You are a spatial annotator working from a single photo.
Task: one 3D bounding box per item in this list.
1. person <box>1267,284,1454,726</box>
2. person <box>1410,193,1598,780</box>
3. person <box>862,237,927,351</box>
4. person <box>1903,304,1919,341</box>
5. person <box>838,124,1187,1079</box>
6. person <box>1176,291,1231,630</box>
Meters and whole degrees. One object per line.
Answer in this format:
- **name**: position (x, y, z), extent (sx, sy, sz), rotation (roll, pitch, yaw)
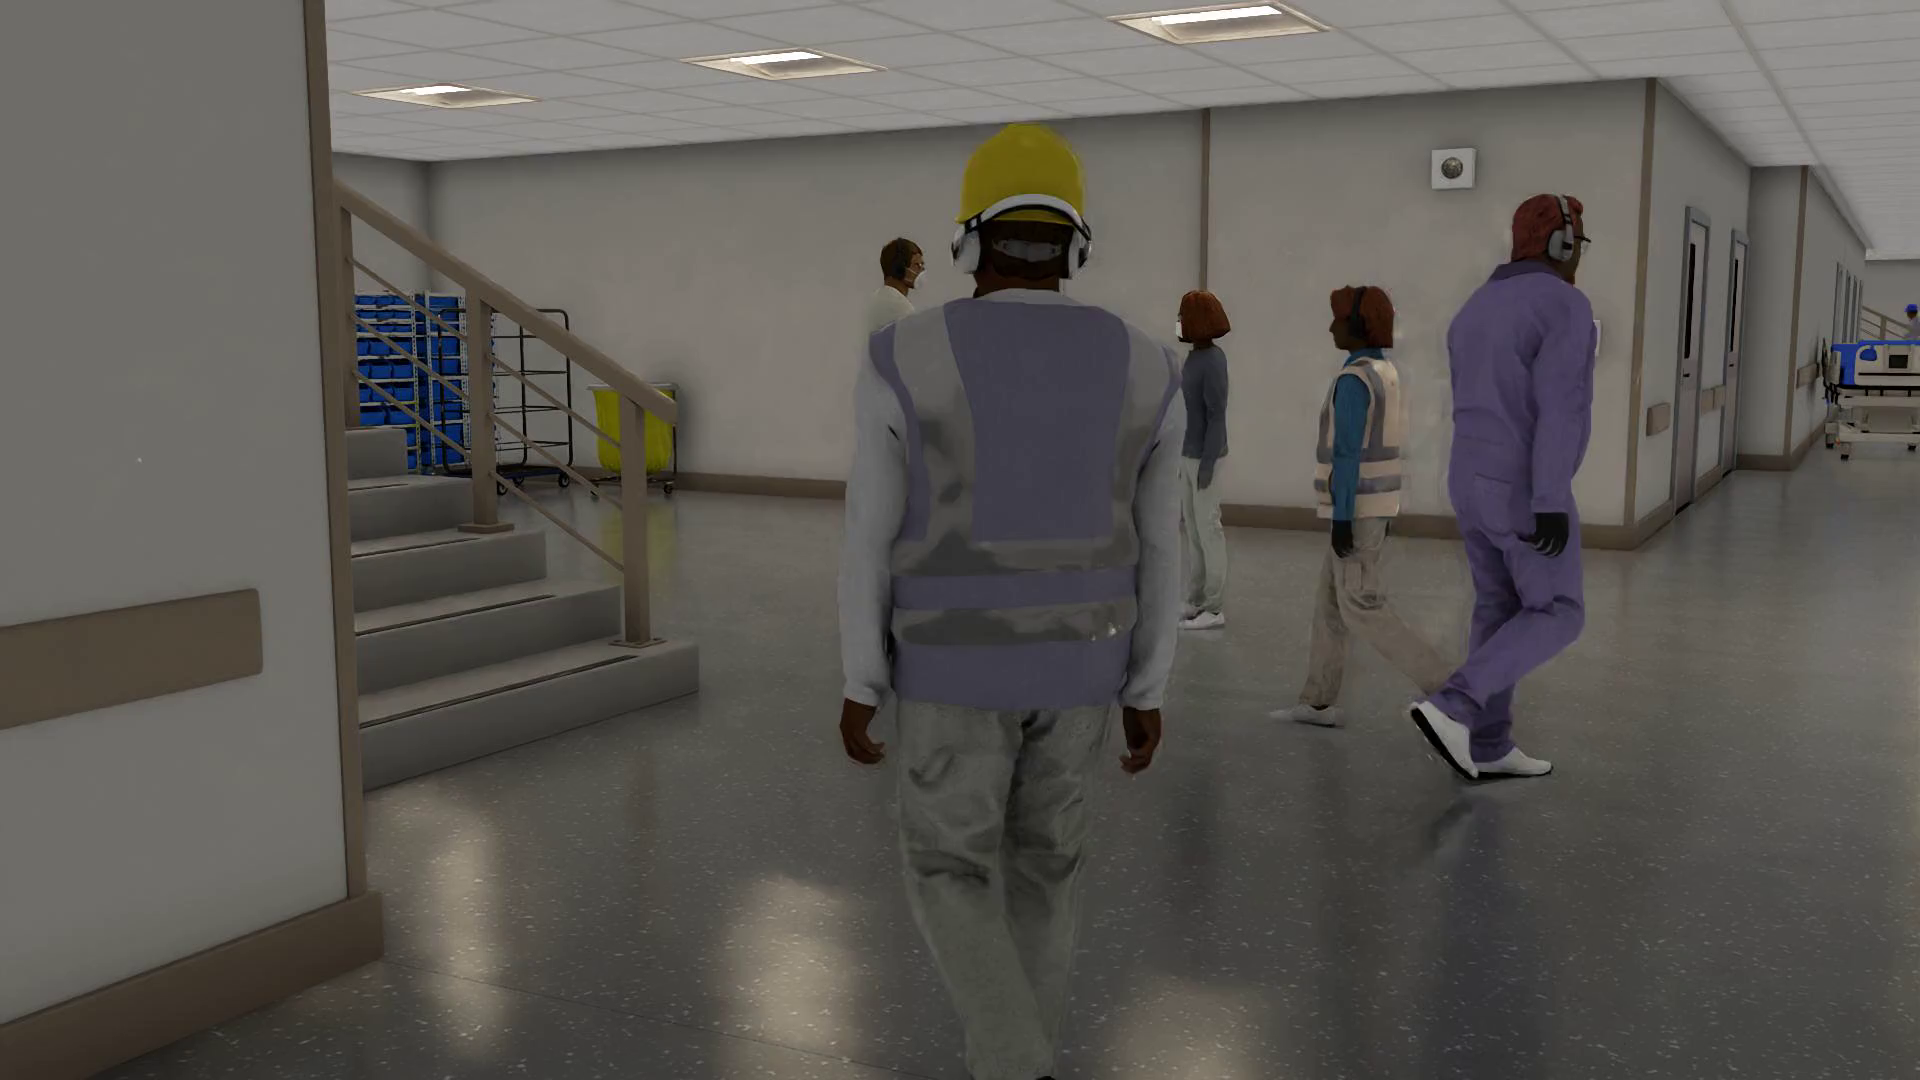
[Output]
- **person**: position (1.472, -0.091, 5.883), extent (0.708, 1.618, 0.521), rotation (4, 8, 26)
- **person**: position (1.712, -0.143, 5.243), extent (0.520, 1.882, 0.687), rotation (-2, 8, -13)
- **person**: position (-0.353, -0.651, 8.954), extent (0.355, 1.937, 0.634), rotation (-2, 8, -13)
- **person**: position (21.766, -4.435, 38.077), extent (0.442, 1.933, 0.638), rotation (2, 8, 15)
- **person**: position (0.108, 0.212, 2.789), extent (0.593, 1.813, 0.722), rotation (-2, 8, -18)
- **person**: position (1.151, -0.383, 8.057), extent (0.284, 1.633, 0.497), rotation (-1, 7, -8)
